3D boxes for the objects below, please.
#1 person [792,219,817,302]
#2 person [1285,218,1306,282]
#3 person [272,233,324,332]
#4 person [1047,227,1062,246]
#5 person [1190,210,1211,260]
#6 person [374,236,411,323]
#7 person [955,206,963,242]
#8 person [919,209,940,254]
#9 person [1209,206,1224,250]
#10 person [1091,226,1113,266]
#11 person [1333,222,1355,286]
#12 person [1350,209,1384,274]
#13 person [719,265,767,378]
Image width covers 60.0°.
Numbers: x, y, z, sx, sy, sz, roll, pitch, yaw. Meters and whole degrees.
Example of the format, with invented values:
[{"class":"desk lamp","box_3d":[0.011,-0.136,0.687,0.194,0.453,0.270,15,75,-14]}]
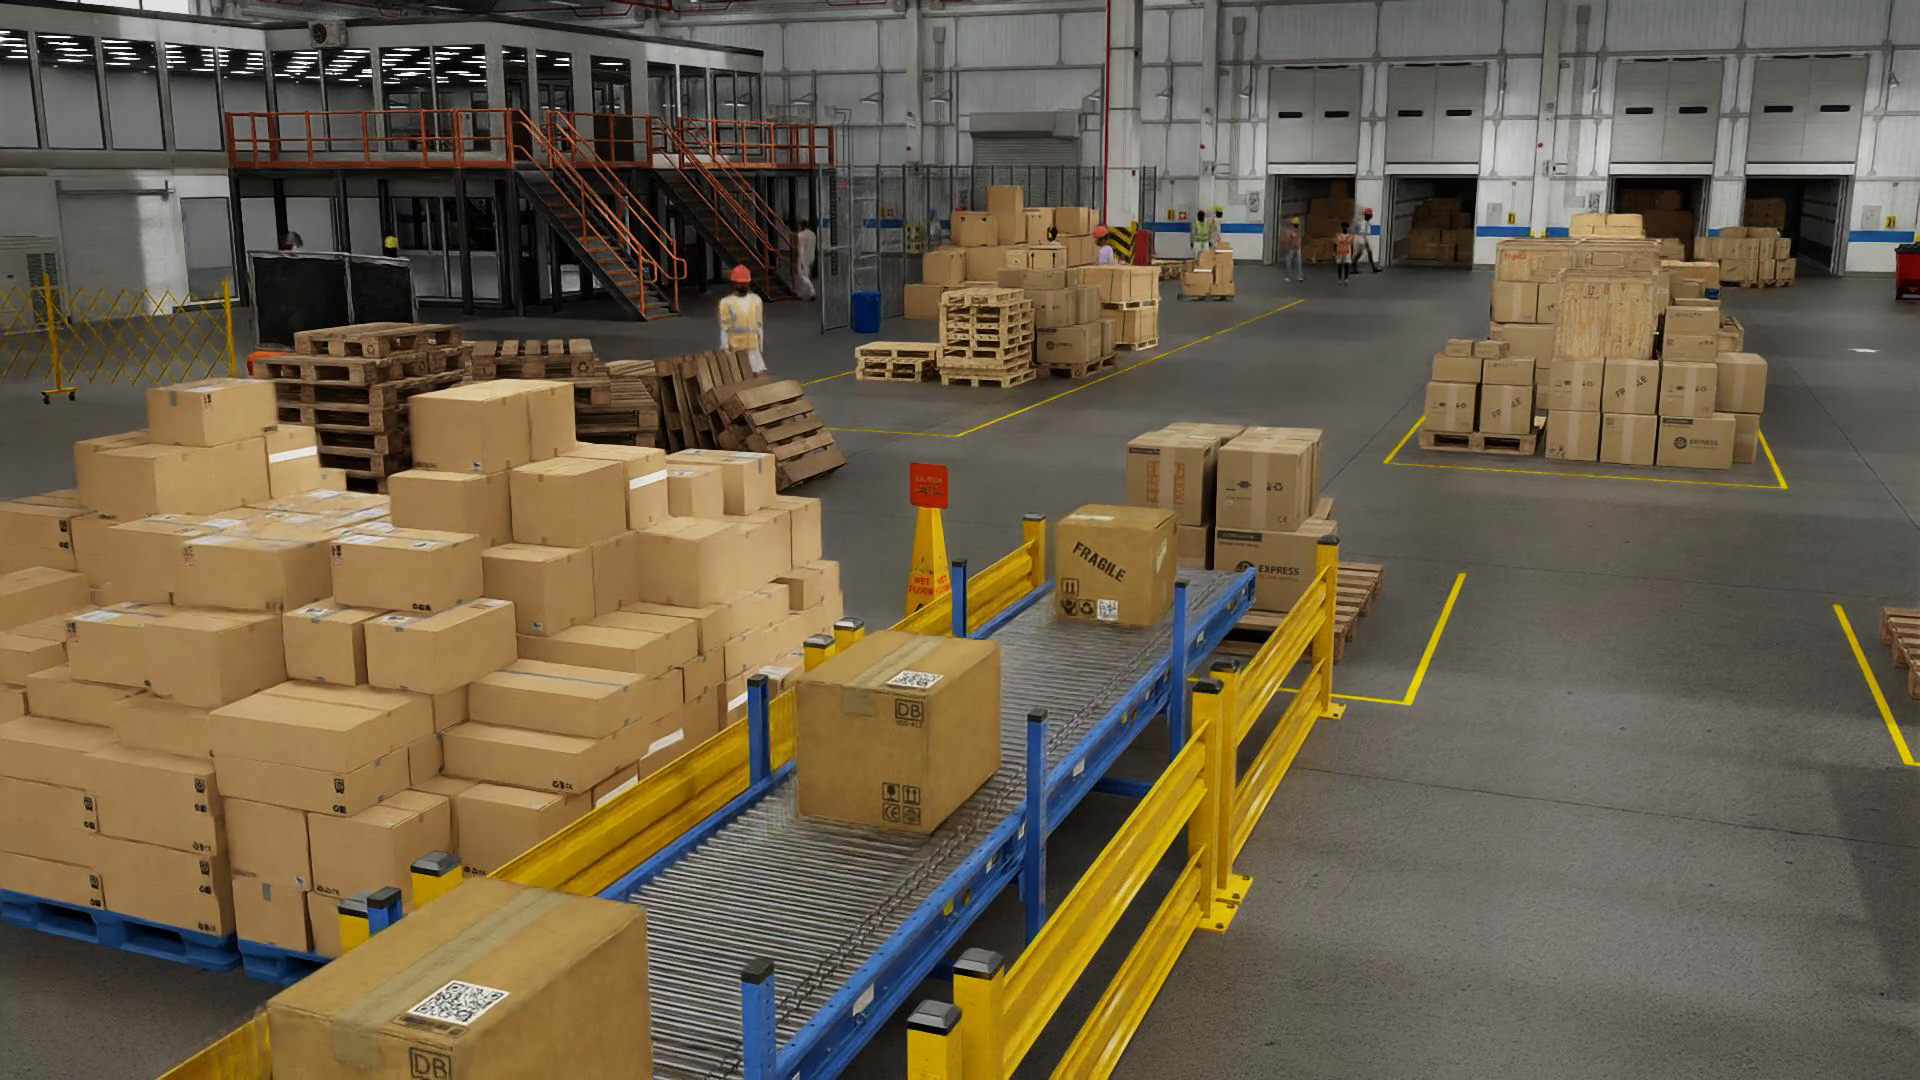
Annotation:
[{"class":"person","box_3d":[-3.613,-6.413,38.250,0.879,1.885,0.667,8,15,31]},{"class":"person","box_3d":[9.070,-7.856,45.064,0.541,1.717,0.910,-4,13,-16]},{"class":"person","box_3d":[-10.584,-3.949,26.797,0.867,2.000,0.688,9,15,34]},{"class":"person","box_3d":[1.859,-5.393,33.663,0.329,1.872,0.510,8,15,31]},{"class":"person","box_3d":[7.056,-8.729,48.721,0.665,1.828,0.499,-1,13,-7]},{"class":"person","box_3d":[-9.385,-4.076,27.625,0.594,1.924,0.382,-8,15,-32]},{"class":"person","box_3d":[-0.008,-8.462,47.143,0.621,1.994,0.381,4,13,19]},{"class":"person","box_3d":[-0.856,-8.458,47.305,0.635,1.914,0.671,-1,13,-5]},{"class":"person","box_3d":[8.051,-9.375,51.492,0.953,1.882,0.611,2,13,11]},{"class":"person","box_3d":[2.526,-4.565,29.603,0.437,2.020,0.642,4,13,18]},{"class":"person","box_3d":[10.074,-7.517,43.681,0.534,1.654,0.880,3,13,14]},{"class":"person","box_3d":[11.787,-8.636,48.161,0.981,1.883,0.570,9,15,34]},{"class":"person","box_3d":[-2.518,-2.242,19.419,0.565,1.915,0.527,-8,15,-31]}]
